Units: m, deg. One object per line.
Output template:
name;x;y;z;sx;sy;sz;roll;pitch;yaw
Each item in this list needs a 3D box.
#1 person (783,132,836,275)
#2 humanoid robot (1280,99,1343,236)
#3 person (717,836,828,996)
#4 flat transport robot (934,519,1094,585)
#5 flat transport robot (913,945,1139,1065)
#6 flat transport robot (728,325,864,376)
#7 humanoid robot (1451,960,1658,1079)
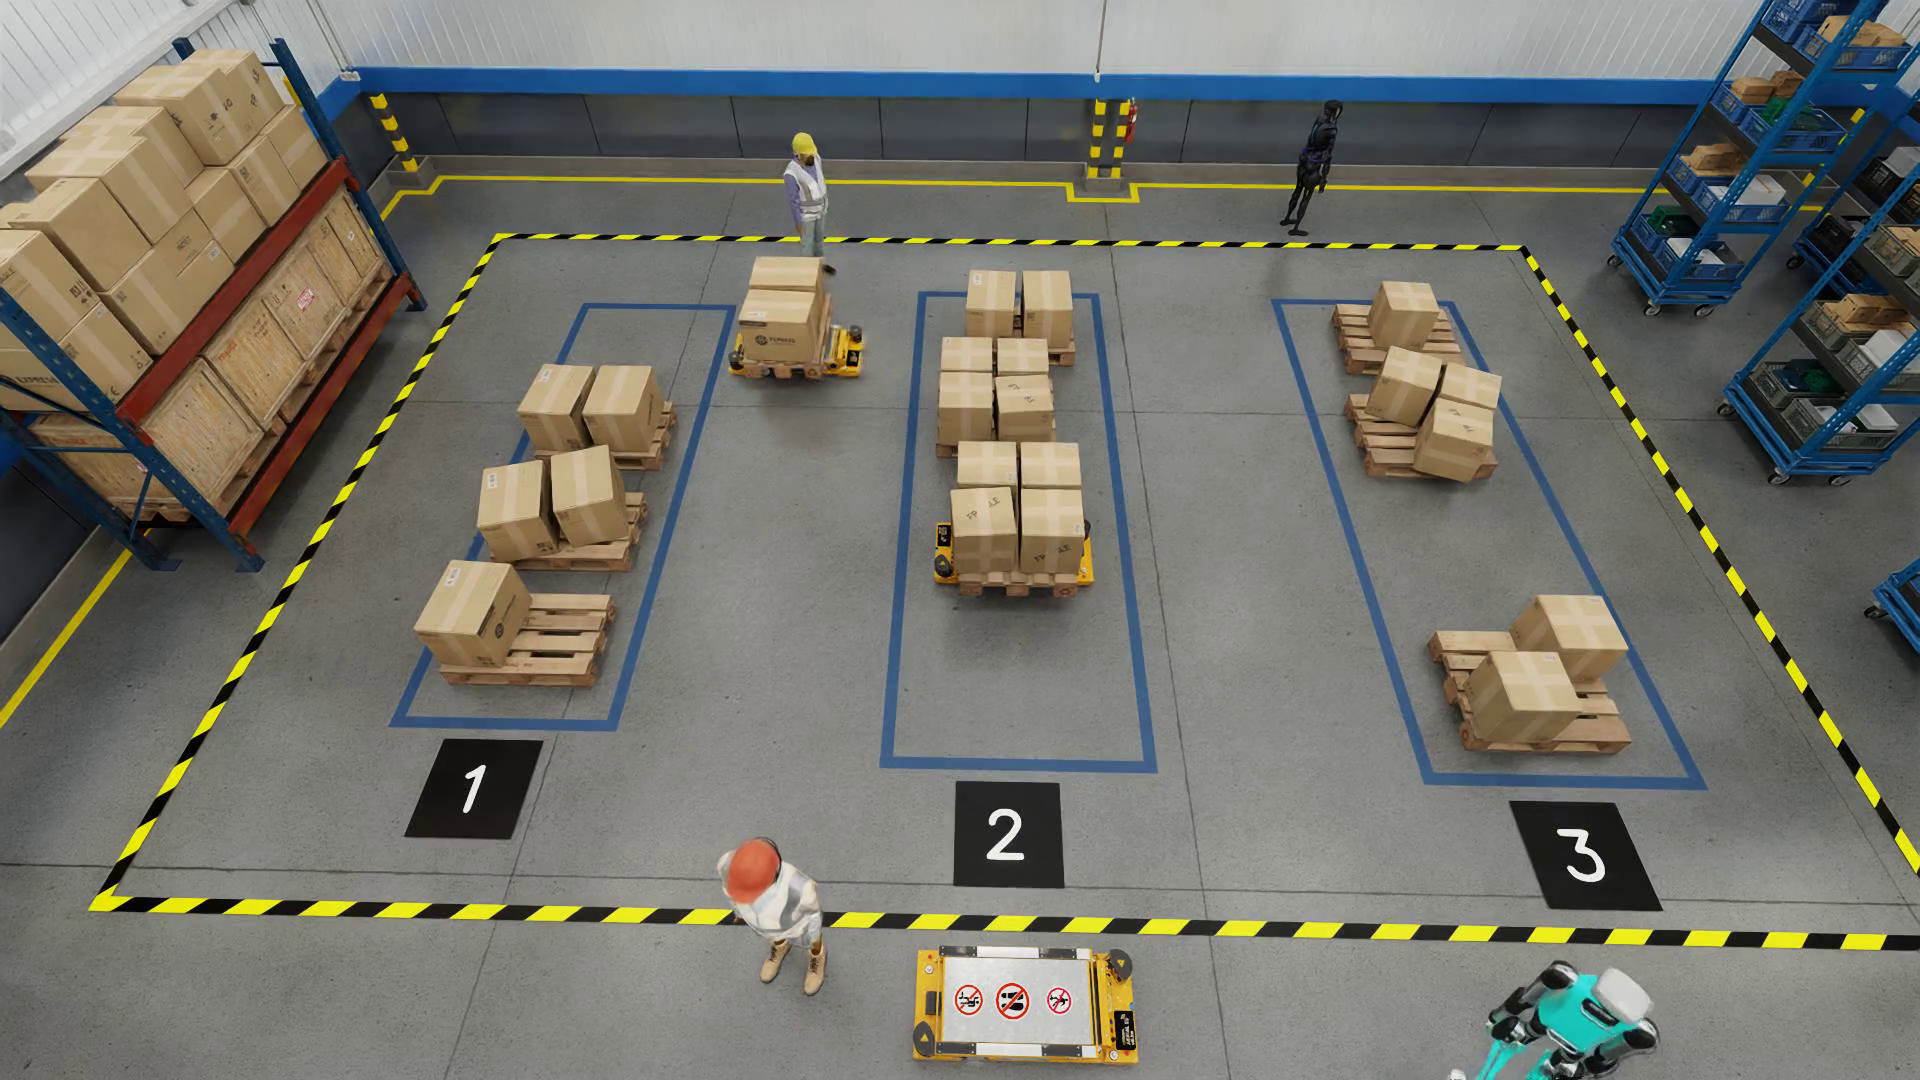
person;-1.714;-3.814;10.585;0.403;1.830;0.598;23;54;18
humanoid robot;4.359;-4.609;11.327;0.315;1.653;0.599;-7;51;-6
person;-1.097;2.269;5.490;0.606;2.048;0.366;13;52;10
flat transport robot;0.490;0.087;8.397;1.431;0.197;0.652;1;51;1
flat transport robot;0.422;3.041;6.007;1.431;0.231;0.659;1;51;1
flat transport robot;-1.815;-2.121;10.197;1.431;0.197;0.652;1;51;1
humanoid robot;3.158;2.986;5.123;0.565;1.791;0.795;35;59;25
